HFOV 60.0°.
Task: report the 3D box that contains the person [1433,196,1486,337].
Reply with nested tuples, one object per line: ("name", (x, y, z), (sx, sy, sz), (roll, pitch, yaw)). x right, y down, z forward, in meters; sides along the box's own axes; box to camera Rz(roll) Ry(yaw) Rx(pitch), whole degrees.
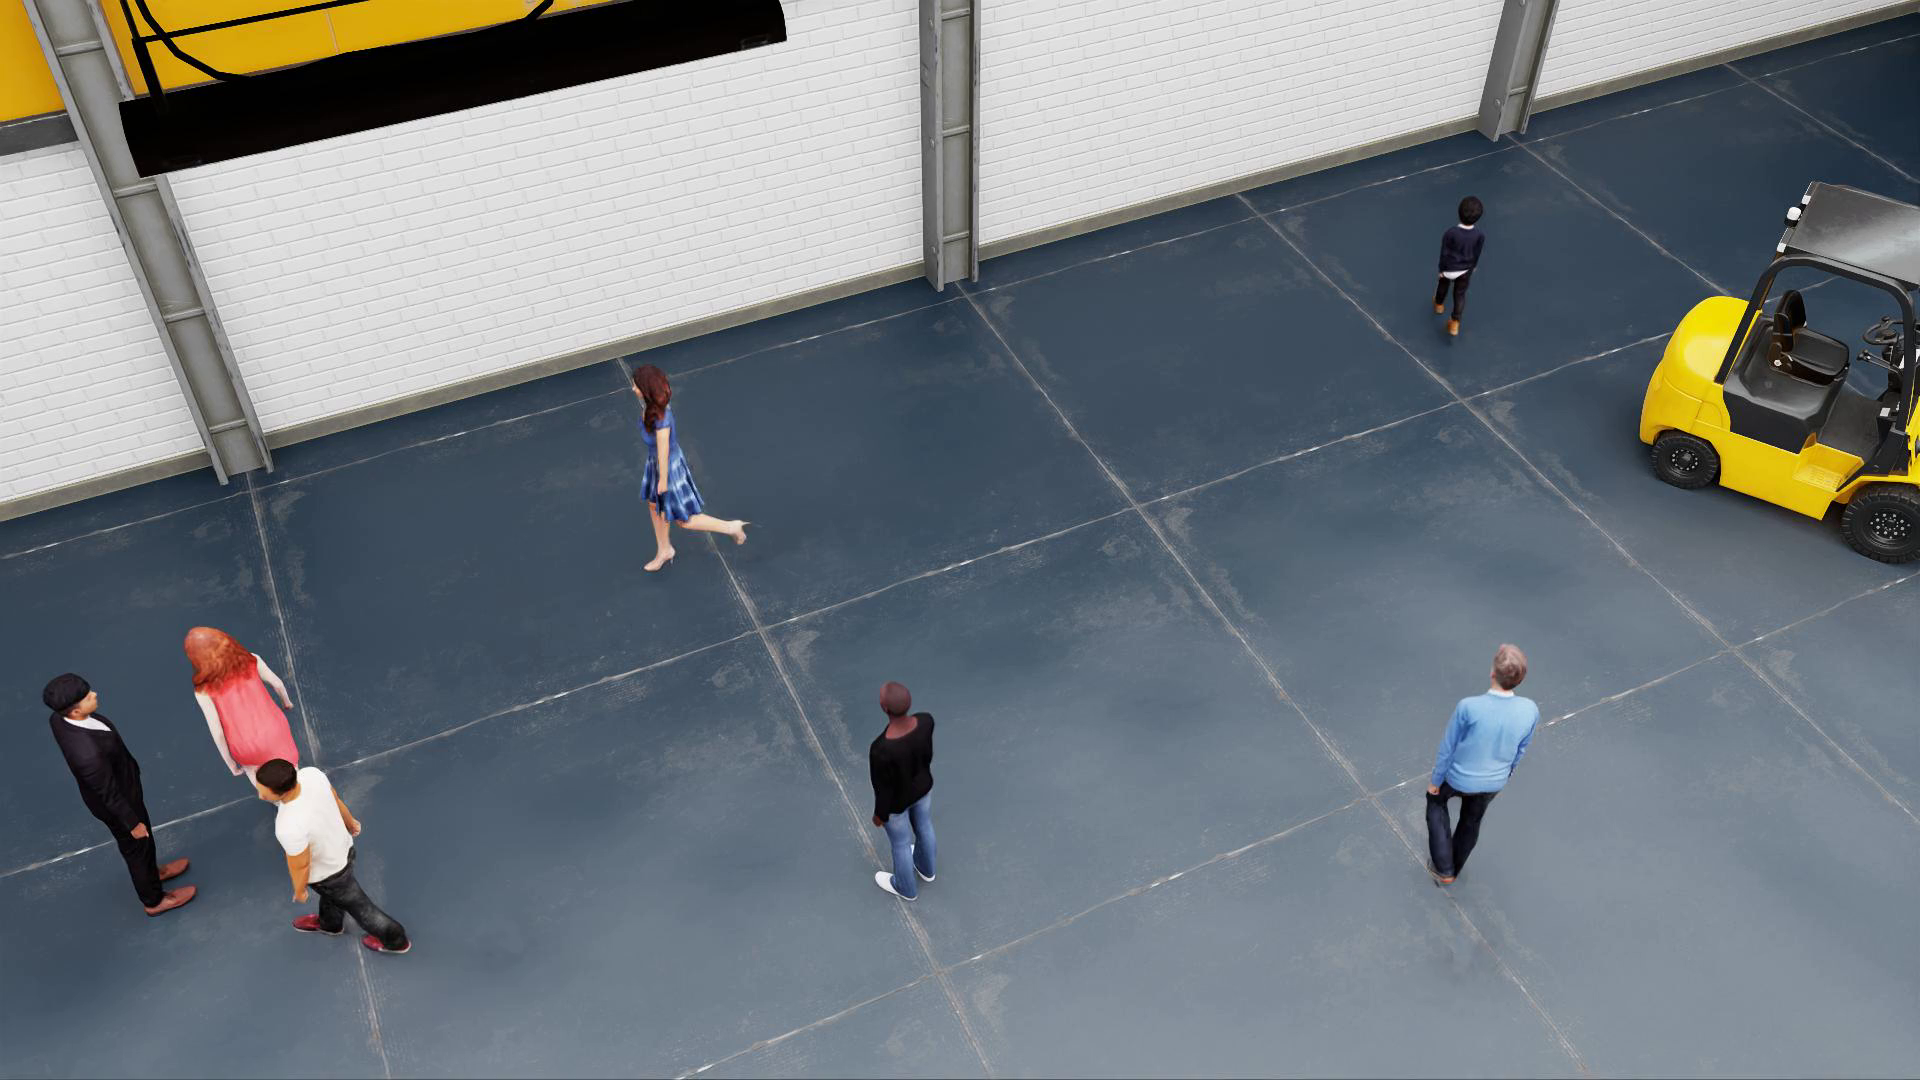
("person", (4.124, -2.245, 13.710), (0.858, 1.206, 0.814), (3, 44, 3))

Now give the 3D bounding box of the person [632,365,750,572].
("person", (-1.924, -0.459, 11.419), (0.998, 1.780, 0.669), (-15, 46, -15))

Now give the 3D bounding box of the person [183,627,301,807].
("person", (-4.029, 1.228, 9.638), (0.915, 1.794, 0.842), (-27, 50, -26))

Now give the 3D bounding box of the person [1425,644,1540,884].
("person", (2.953, 1.387, 9.475), (0.808, 1.788, 0.894), (0, 44, 0))

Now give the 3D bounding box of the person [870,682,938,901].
("person", (-0.308, 1.433, 9.455), (0.721, 1.749, 0.586), (34, 53, 31))

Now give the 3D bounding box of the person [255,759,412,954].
("person", (-3.362, 1.759, 9.102), (1.060, 1.765, 0.919), (2, 44, 2))

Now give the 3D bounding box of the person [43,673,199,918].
("person", (-4.781, 1.437, 9.358), (0.651, 1.877, 0.735), (-29, 51, -27))
